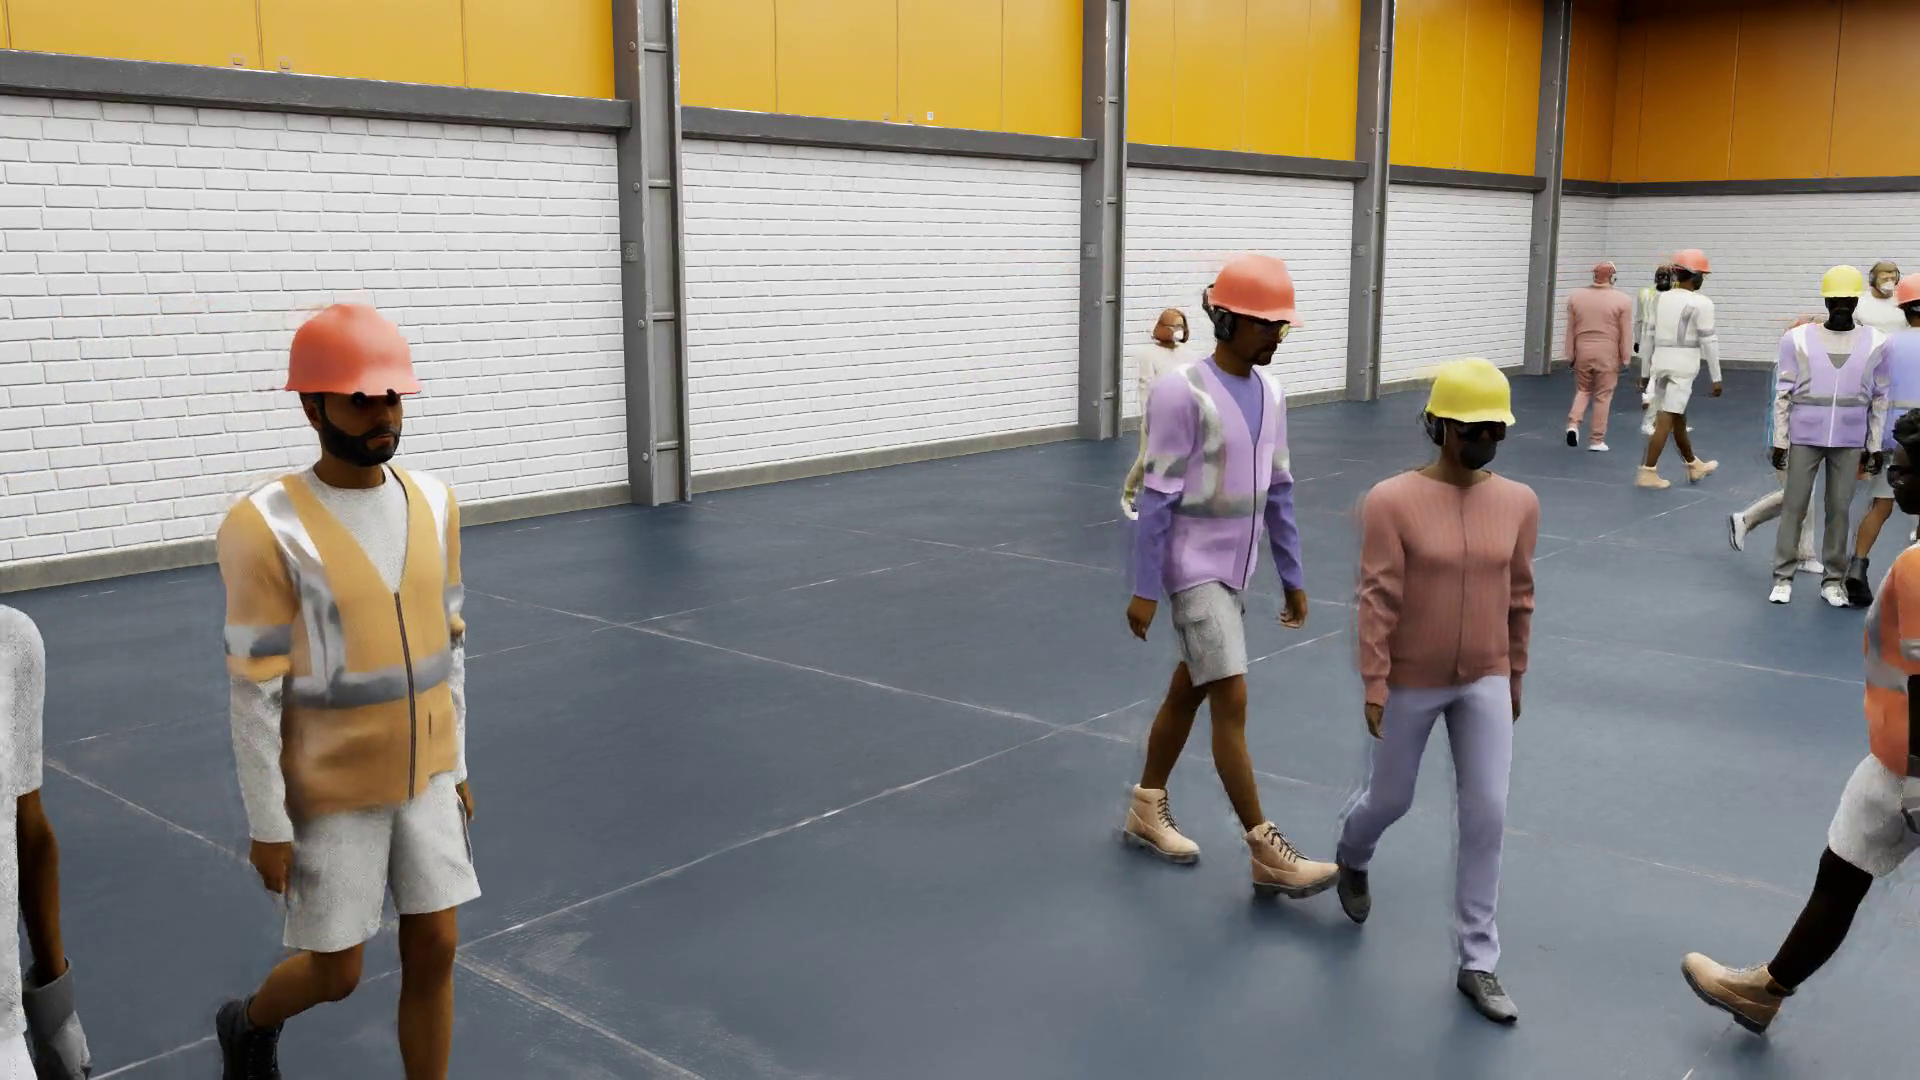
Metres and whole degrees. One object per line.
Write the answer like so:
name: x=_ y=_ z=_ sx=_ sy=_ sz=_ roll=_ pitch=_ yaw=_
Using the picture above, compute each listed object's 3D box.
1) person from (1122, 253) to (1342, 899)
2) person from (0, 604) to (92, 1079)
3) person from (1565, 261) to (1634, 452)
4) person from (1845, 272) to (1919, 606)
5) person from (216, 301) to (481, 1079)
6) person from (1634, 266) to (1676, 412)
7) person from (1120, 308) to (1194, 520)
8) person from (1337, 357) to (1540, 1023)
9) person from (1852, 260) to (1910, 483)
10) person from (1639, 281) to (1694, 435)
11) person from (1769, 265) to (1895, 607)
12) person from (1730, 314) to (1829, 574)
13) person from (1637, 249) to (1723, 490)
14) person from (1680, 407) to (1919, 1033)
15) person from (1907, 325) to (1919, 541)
person: x=0.907 y=0.115 z=5.245 sx=0.991 sy=1.998 sz=0.632 roll=9 pitch=13 yaw=42
person: x=-1.395 y=0.722 z=2.218 sx=0.410 sy=1.850 sz=0.564 roll=6 pitch=12 yaw=30
person: x=6.372 y=-1.820 z=16.564 sx=0.413 sy=1.896 sz=0.642 roll=-10 pitch=14 yaw=-44
person: x=5.353 y=-0.561 z=9.423 sx=0.925 sy=1.897 sz=0.540 roll=-9 pitch=13 yaw=-40
person: x=-1.303 y=0.461 z=3.498 sx=0.731 sy=1.923 sz=0.543 roll=7 pitch=12 yaw=35
person: x=8.713 y=-2.493 z=20.679 sx=0.650 sy=1.789 sz=0.944 roll=5 pitch=11 yaw=25
person: x=1.463 y=-0.896 z=12.145 sx=0.500 sy=1.597 sz=0.823 roll=-5 pitch=11 yaw=-26
person: x=1.310 y=0.355 z=4.595 sx=0.530 sy=1.736 sz=0.786 roll=-1 pitch=10 yaw=-7
person: x=7.913 y=-1.459 z=14.421 sx=0.653 sy=1.924 sz=0.518 roll=1 pitch=10 yaw=7
person: x=7.602 y=-1.976 z=17.711 sx=0.577 sy=1.799 sz=0.974 roll=-3 pitch=10 yaw=-16
person: x=4.911 y=-0.579 z=9.400 sx=0.589 sy=1.928 sz=0.384 roll=4 pitch=11 yaw=19
person: x=5.241 y=-0.620 z=10.499 sx=0.519 sy=1.616 sz=0.660 roll=-8 pitch=13 yaw=-38
person: x=6.130 y=-1.414 z=13.938 sx=1.003 sy=1.995 sz=0.640 roll=-3 pitch=11 yaw=-19
person: x=2.285 y=0.495 z=4.046 sx=0.550 sy=1.646 sz=0.854 roll=-8 pitch=13 yaw=-39
person: x=6.626 y=-0.878 z=11.161 sx=0.600 sy=1.910 sz=0.727 roll=4 pitch=11 yaw=20
